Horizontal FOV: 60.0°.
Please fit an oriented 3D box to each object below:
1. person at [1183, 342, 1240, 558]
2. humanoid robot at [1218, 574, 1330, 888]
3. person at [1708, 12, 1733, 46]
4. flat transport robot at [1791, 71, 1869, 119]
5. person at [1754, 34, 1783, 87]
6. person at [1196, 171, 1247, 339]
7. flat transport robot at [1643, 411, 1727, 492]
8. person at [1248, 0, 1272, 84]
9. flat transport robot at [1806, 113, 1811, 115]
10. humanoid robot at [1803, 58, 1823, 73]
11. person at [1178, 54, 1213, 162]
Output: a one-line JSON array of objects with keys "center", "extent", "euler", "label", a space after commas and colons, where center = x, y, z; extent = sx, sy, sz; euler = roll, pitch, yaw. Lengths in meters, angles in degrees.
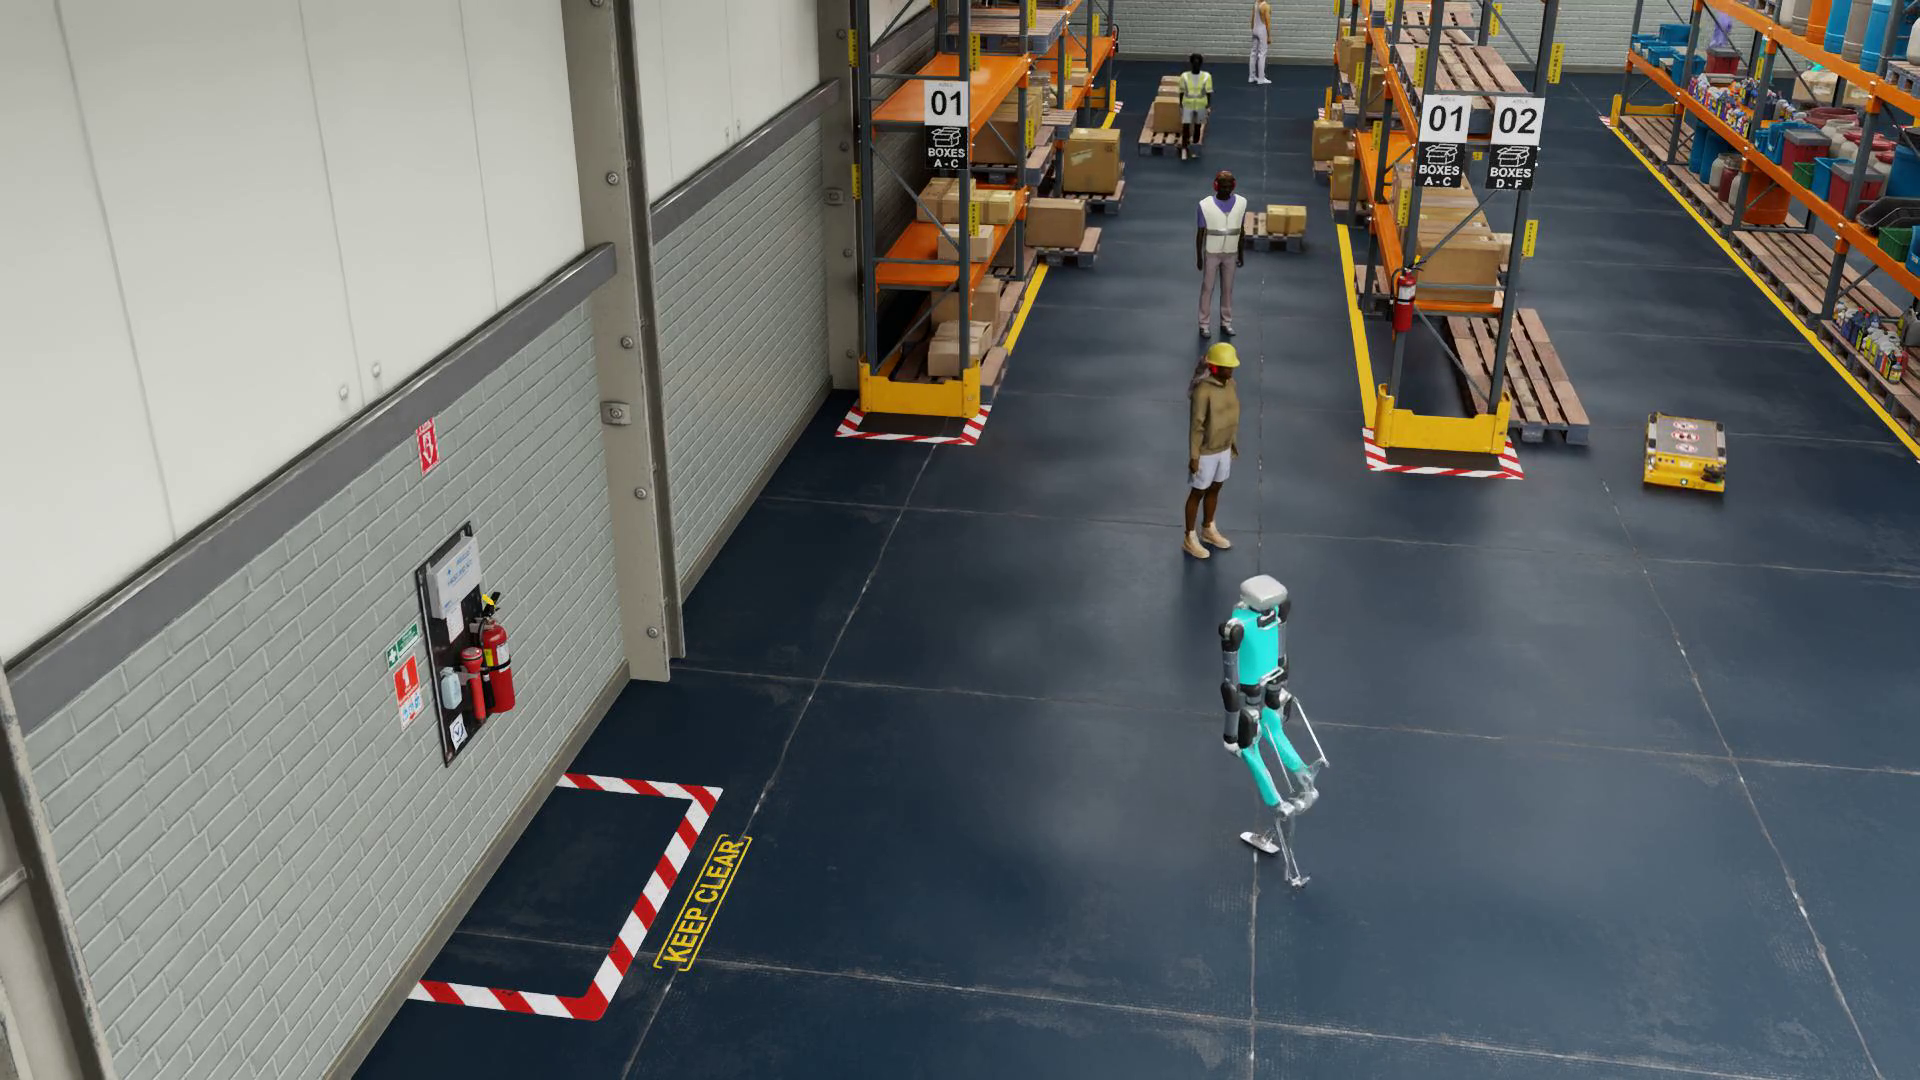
[{"center": [1.983, -0.733, 13.159], "extent": [0.549, 1.760, 0.410], "euler": [-21, 32, -37], "label": "person"}, {"center": [1.832, 1.142, 9.297], "extent": [0.557, 1.880, 0.794], "euler": [-22, 33, -38], "label": "humanoid robot"}, {"center": [14.581, -9.438, 31.821], "extent": [0.998, 1.738, 0.610], "euler": [7, 26, 14], "label": "person"}, {"center": [15.382, -7.479, 29.366], "extent": [0.659, 0.231, 1.431], "euler": [17, 30, 32], "label": "flat transport robot"}, {"center": [15.818, -9.749, 32.456], "extent": [0.306, 1.768, 0.523], "euler": [-22, 33, -38], "label": "person"}, {"center": [2.840, -3.132, 18.215], "extent": [0.558, 1.837, 0.393], "euler": [-6, 26, -13], "label": "person"}, {"center": [6.574, -0.811, 15.093], "extent": [0.659, 0.231, 1.431], "euler": [9, 27, 19], "label": "flat transport robot"}, {"center": [5.976, -9.982, 32.844], "extent": [0.387, 1.860, 0.518], "euler": [-15, 29, -29], "label": "person"}, {"center": [14.726, -7.305, 28.992], "extent": [1.431, 0.231, 0.659], "euler": [-11, 27, -23], "label": "flat transport robot"}, {"center": [16.081, -9.108, 30.981], "extent": [0.711, 1.688, 0.531], "euler": [-1, 25, -1], "label": "humanoid robot"}, {"center": [3.712, -6.829, 26.322], "extent": [0.544, 1.656, 0.837], "euler": [3, 25, 7], "label": "person"}]
